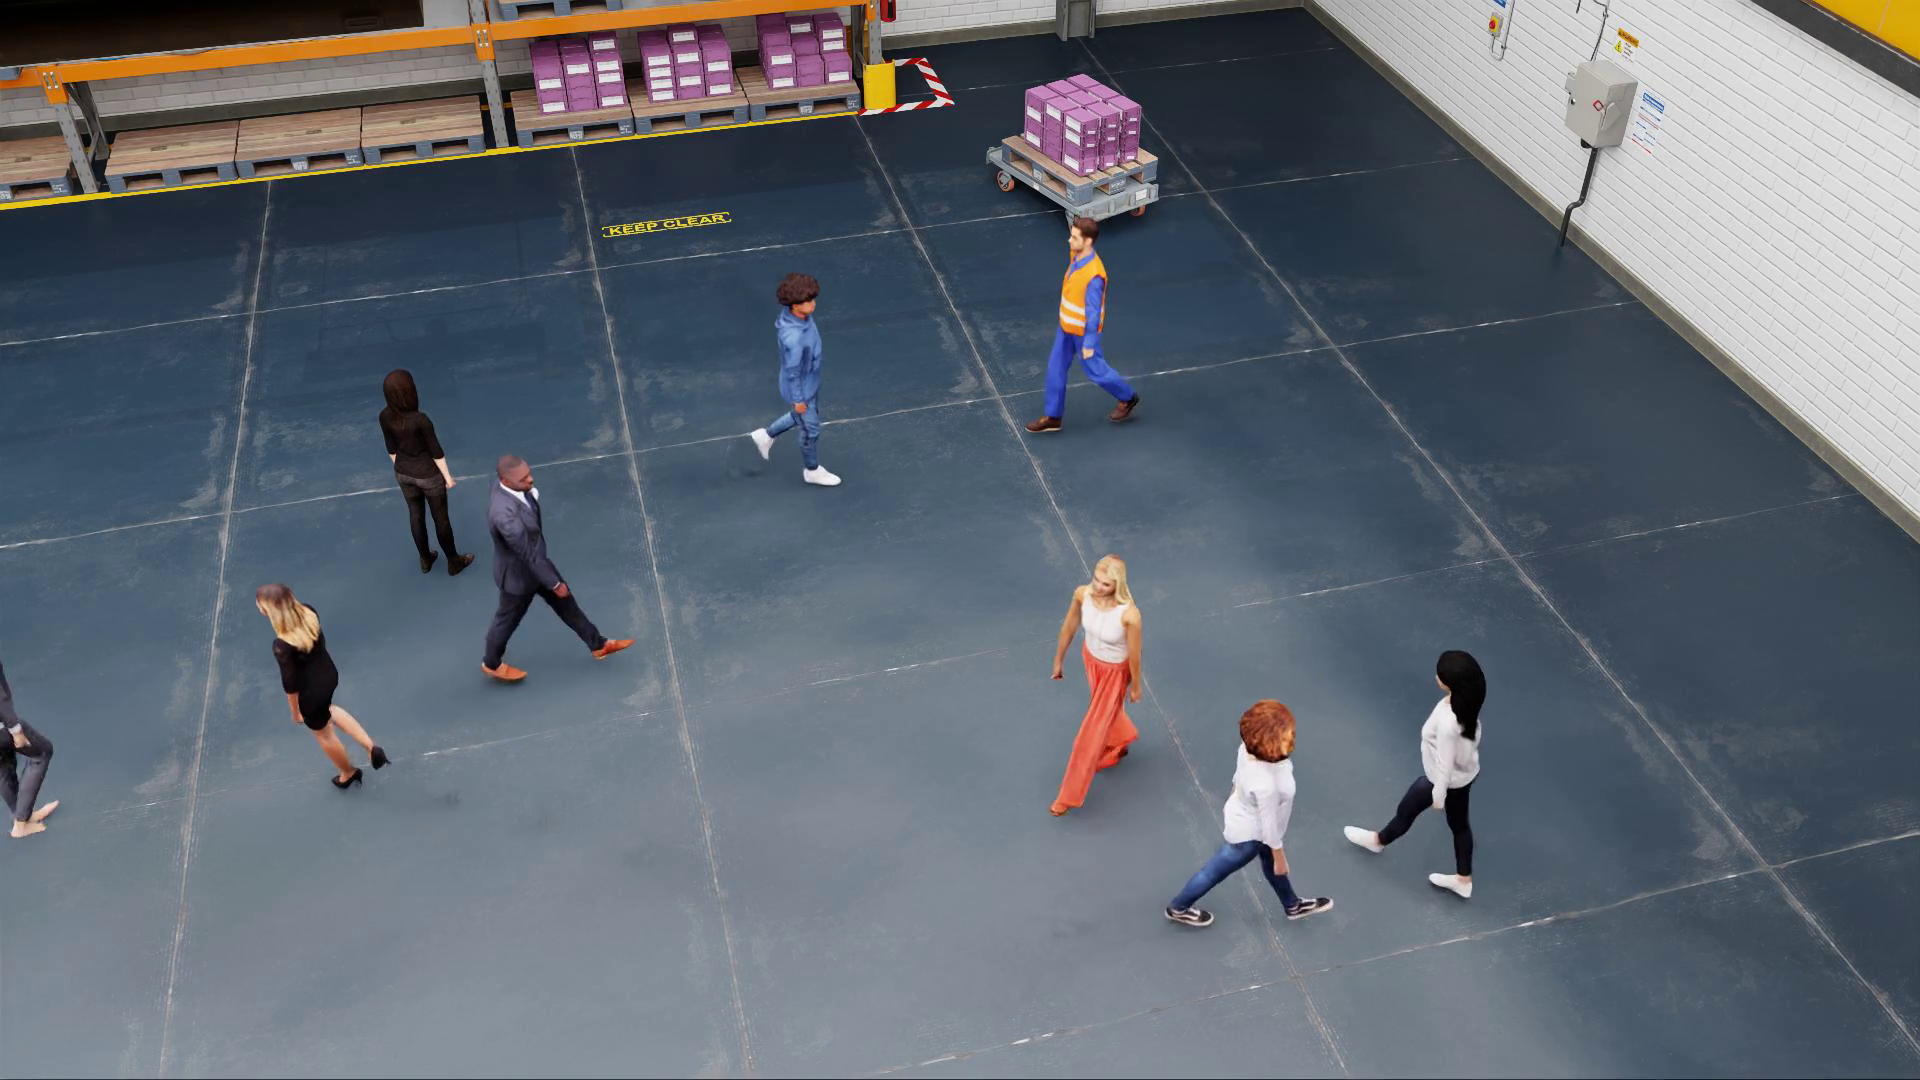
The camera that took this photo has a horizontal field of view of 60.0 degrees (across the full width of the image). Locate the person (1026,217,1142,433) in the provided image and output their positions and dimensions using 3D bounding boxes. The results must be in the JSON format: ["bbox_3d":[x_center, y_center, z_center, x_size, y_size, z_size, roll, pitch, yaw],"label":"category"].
[{"bbox_3d":[1.023,-1.624,12.760,1.206,1.830,0.763,-14,41,-16],"label":"person"}]

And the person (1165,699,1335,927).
[{"bbox_3d":[1.455,1.530,8.945,1.250,1.663,0.949,5,39,6],"label":"person"}]

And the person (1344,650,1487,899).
[{"bbox_3d":[2.780,1.342,9.189,1.067,1.653,1.058,23,44,26],"label":"person"}]

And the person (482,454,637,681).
[{"bbox_3d":[-2.843,0.234,10.485,1.291,1.767,0.846,-4,39,-5],"label":"person"}]

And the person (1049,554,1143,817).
[{"bbox_3d":[0.925,0.742,9.847,1.032,1.769,1.212,32,48,33],"label":"person"}]

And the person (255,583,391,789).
[{"bbox_3d":[-3.693,0.899,9.737,0.777,1.660,0.710,9,39,11],"label":"person"}]

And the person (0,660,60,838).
[{"bbox_3d":[-5.562,1.083,9.428,0.766,1.758,0.840,10,40,12],"label":"person"}]

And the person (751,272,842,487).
[{"bbox_3d":[-1.240,-1.169,12.223,1.044,1.790,0.895,2,39,2],"label":"person"}]

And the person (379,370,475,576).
[{"bbox_3d":[-3.720,-0.453,11.445,0.583,1.642,0.699,8,39,10],"label":"person"}]
